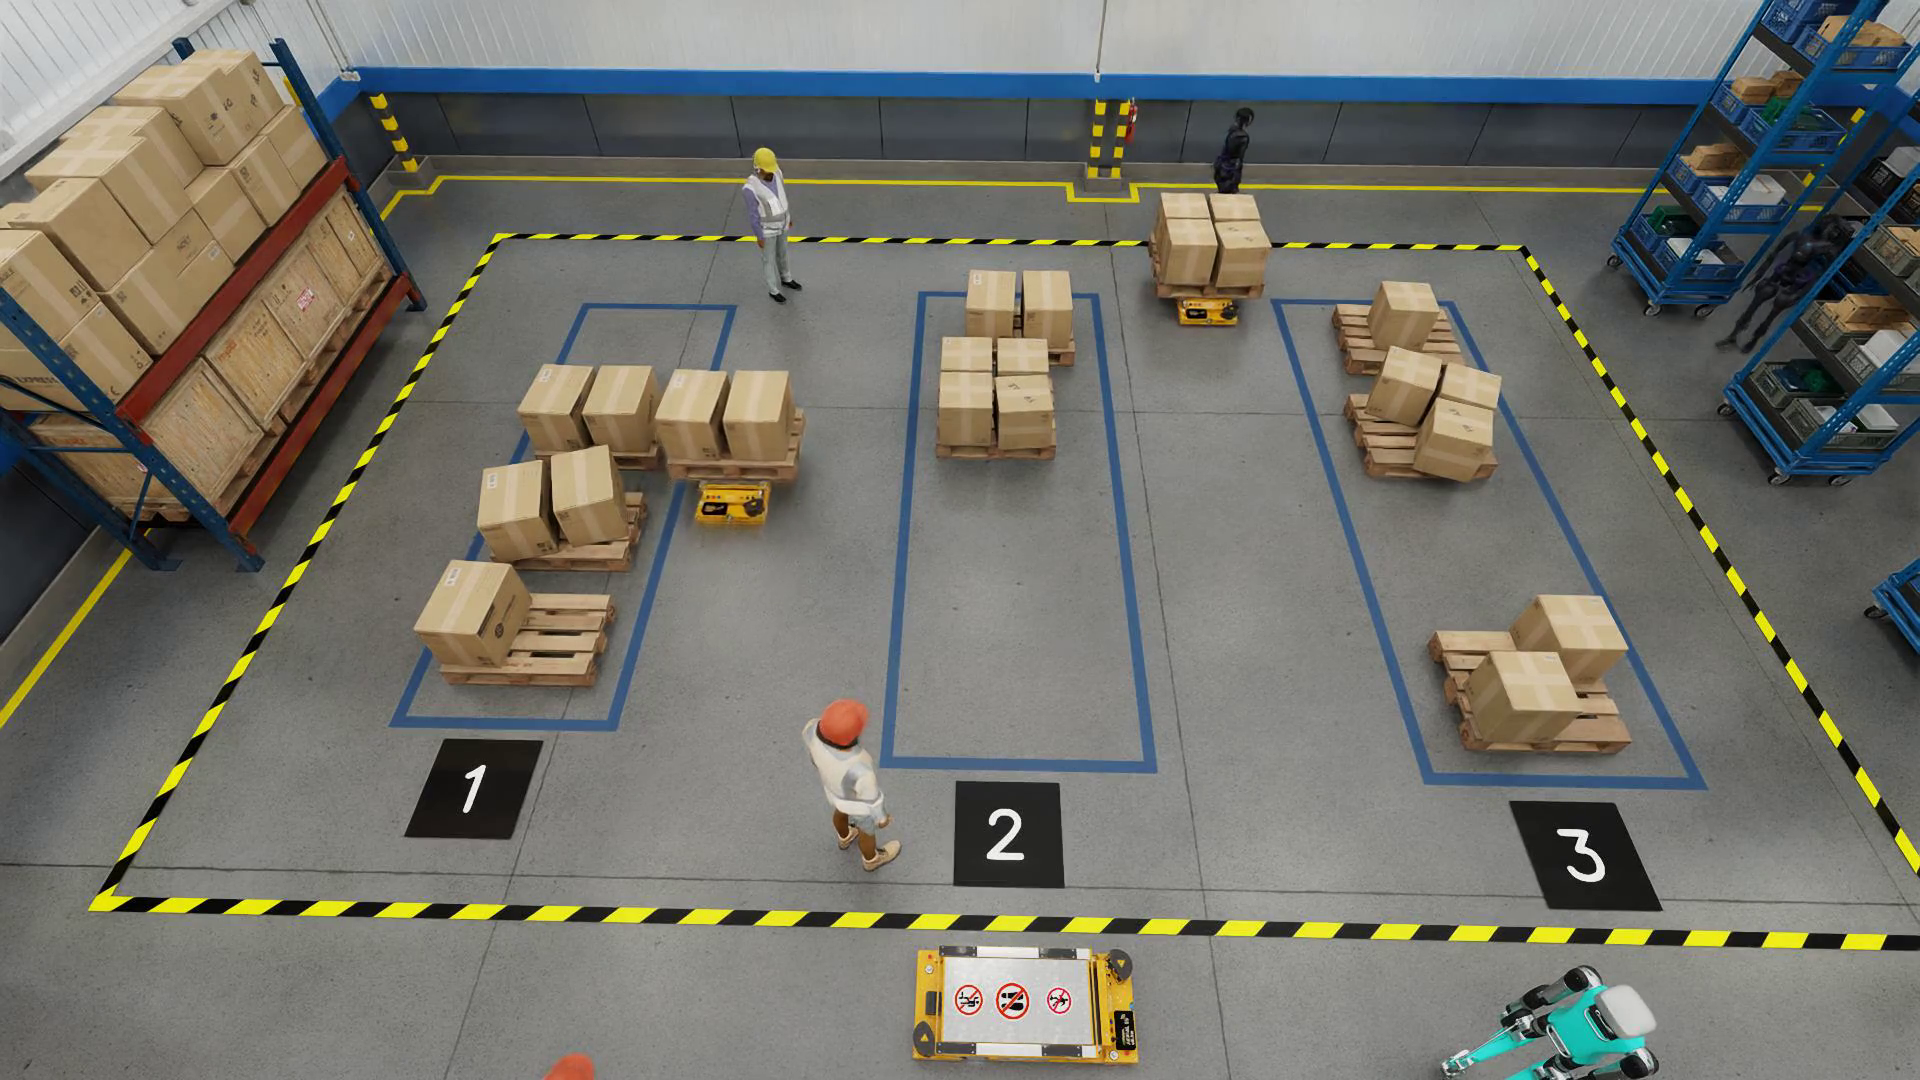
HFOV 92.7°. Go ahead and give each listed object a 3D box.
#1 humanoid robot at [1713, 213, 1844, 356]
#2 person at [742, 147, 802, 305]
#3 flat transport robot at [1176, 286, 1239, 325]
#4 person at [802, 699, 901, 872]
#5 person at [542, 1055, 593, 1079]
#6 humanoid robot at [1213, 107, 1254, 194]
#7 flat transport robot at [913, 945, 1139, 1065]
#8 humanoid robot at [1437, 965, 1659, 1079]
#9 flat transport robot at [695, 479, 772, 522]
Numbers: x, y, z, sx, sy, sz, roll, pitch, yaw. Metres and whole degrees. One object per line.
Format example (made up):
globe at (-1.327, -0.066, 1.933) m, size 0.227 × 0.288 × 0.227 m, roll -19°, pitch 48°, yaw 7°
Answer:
humanoid robot at (8.783, -2.712, 9.785) m, size 0.330 × 1.661 × 0.590 m, roll -22°, pitch 54°, yaw -17°
person at (-2.112, -3.563, 10.387) m, size 0.404 × 1.822 × 0.586 m, roll 25°, pitch 55°, yaw 19°
flat transport robot at (2.894, -3.103, 10.997) m, size 0.652 × 0.197 × 1.431 m, roll 1°, pitch 51°, yaw 1°
person at (-0.690, 1.621, 6.022) m, size 0.613 × 2.040 × 0.375 m, roll 35°, pitch 59°, yaw 25°
person at (-1.797, 3.091, 4.822) m, size 0.604 × 2.045 × 0.384 m, roll -3°, pitch 51°, yaw -3°
humanoid robot at (3.290, -4.468, 11.218) m, size 0.345 × 1.645 × 0.610 m, roll -6°, pitch 51°, yaw -5°
flat transport robot at (0.422, 3.041, 6.007) m, size 1.431 × 0.231 × 0.659 m, roll 1°, pitch 51°, yaw 1°
humanoid robot at (3.098, 2.883, 5.101) m, size 0.735 × 1.677 × 0.533 m, roll -12°, pitch 52°, yaw -10°
flat transport robot at (-2.170, -0.786, 9.109) m, size 0.652 × 0.197 × 1.431 m, roll 1°, pitch 51°, yaw 1°
